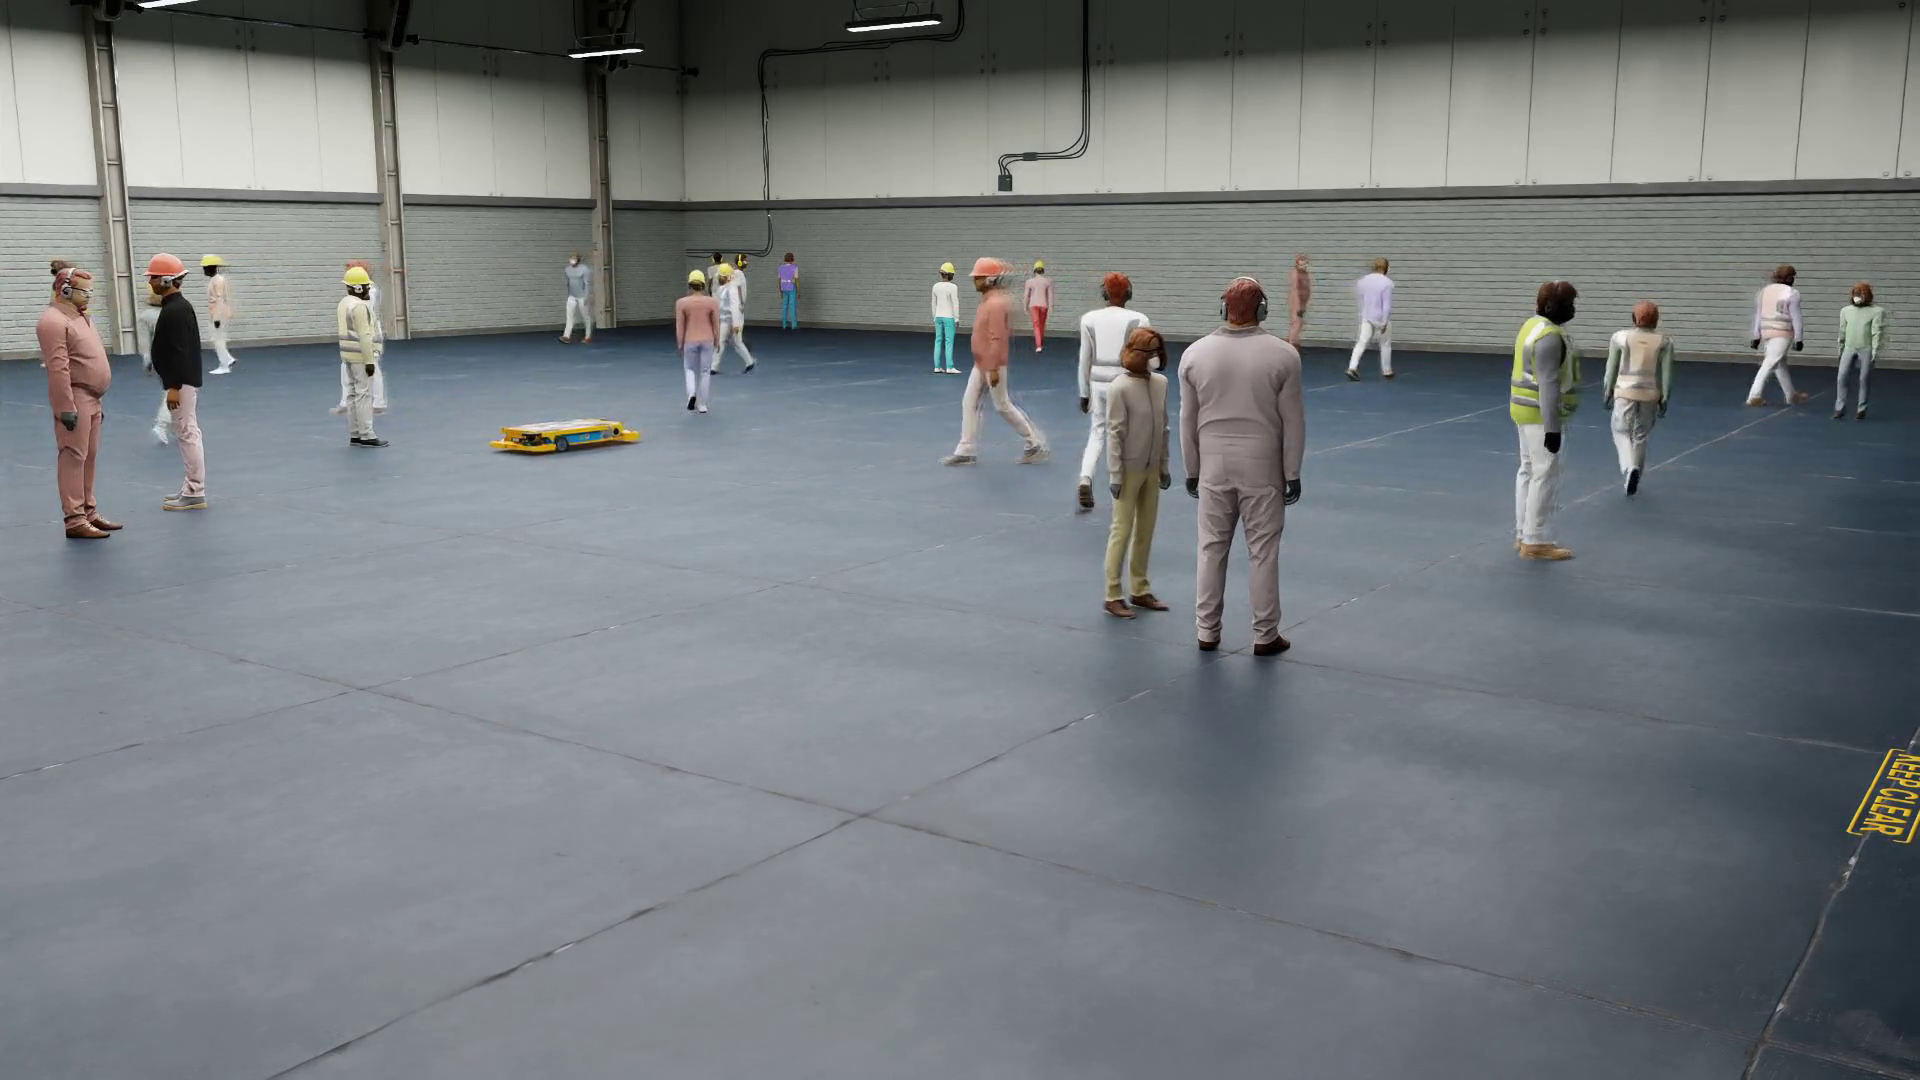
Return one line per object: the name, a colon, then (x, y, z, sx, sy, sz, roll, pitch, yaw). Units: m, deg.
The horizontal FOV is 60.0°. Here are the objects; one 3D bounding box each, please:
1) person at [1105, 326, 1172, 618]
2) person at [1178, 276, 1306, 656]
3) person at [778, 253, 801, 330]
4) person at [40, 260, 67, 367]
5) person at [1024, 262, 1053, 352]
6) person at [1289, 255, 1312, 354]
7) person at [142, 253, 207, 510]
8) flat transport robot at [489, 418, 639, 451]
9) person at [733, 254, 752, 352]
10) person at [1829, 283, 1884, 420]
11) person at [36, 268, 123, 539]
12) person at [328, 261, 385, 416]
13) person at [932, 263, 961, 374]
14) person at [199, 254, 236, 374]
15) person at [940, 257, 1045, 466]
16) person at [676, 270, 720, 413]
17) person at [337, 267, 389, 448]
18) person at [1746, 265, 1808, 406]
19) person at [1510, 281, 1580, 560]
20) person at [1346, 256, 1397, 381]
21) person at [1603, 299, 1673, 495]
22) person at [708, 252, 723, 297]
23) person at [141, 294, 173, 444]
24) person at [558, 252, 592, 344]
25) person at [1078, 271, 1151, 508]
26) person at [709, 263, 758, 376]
person: (0.991, -0.376, 9.276, 0.290, 1.622, 0.506, 10, 14, 44)
person: (1.430, -0.368, 8.416, 0.642, 1.913, 0.410, 4, 11, 23)
person: (-4.099, -5.967, 39.944, 0.569, 1.849, 0.385, 5, 11, 26)
person: (-15.078, -3.811, 28.021, 0.724, 1.832, 0.636, -2, 10, -9)
person: (1.495, -4.460, 31.866, 0.540, 1.714, 0.904, -2, 10, -8)
person: (6.333, -4.350, 30.874, 0.399, 1.867, 0.790, 4, 11, 23)
person: (-6.134, -1.235, 13.033, 0.379, 1.996, 0.609, -4, 11, -21)
flat transport robot: (-4.033, -1.080, 16.997, 0.652, 0.197, 1.431, 7, 12, 35)
person: (-4.185, -4.535, 31.872, 0.326, 1.871, 0.520, -2, 10, -11)
person: (10.497, -2.194, 19.472, 0.675, 1.605, 0.519, -9, 14, -42)
person: (-6.234, -0.968, 11.802, 0.407, 1.904, 0.639, -2, 10, -11)
person: (-7.252, -2.380, 19.817, 0.774, 1.859, 0.606, -10, 14, -44)
person: (-0.216, -3.540, 26.588, 0.528, 1.767, 0.329, 9, 14, 41)
person: (-11.851, -3.589, 26.456, 0.420, 1.908, 0.607, -6, 12, -32)
person: (0.331, -1.659, 15.531, 0.973, 1.958, 0.623, -3, 10, -15)
person: (-3.197, -2.420, 20.354, 0.530, 1.755, 0.400, -2, 10, -10)
person: (-6.100, -1.855, 16.960, 0.403, 1.835, 0.586, -8, 13, -38)
person: (10.511, -2.607, 21.286, 0.987, 1.791, 0.645, -2, 10, -14)
person: (3.881, -0.793, 11.053, 0.430, 1.829, 0.663, 1, 10, 6)
person: (6.249, -3.335, 25.128, 1.044, 1.895, 0.628, -9, 13, -41)
person: (5.606, -1.174, 13.747, 0.515, 1.616, 0.699, 2, 10, 10)
person: (-5.514, -5.629, 38.012, 0.535, 1.865, 0.310, -4, 11, -20)
person: (-8.276, -1.862, 17.353, 0.495, 1.709, 0.845, 1, 10, 3)
person: (-7.898, -4.959, 34.165, 0.653, 1.888, 0.991, 4, 11, 22)
person: (1.202, -1.161, 12.991, 0.595, 1.863, 0.782, 5, 11, 25)
person: (-3.620, -3.459, 26.176, 0.947, 1.774, 0.631, -4, 11, -21)
